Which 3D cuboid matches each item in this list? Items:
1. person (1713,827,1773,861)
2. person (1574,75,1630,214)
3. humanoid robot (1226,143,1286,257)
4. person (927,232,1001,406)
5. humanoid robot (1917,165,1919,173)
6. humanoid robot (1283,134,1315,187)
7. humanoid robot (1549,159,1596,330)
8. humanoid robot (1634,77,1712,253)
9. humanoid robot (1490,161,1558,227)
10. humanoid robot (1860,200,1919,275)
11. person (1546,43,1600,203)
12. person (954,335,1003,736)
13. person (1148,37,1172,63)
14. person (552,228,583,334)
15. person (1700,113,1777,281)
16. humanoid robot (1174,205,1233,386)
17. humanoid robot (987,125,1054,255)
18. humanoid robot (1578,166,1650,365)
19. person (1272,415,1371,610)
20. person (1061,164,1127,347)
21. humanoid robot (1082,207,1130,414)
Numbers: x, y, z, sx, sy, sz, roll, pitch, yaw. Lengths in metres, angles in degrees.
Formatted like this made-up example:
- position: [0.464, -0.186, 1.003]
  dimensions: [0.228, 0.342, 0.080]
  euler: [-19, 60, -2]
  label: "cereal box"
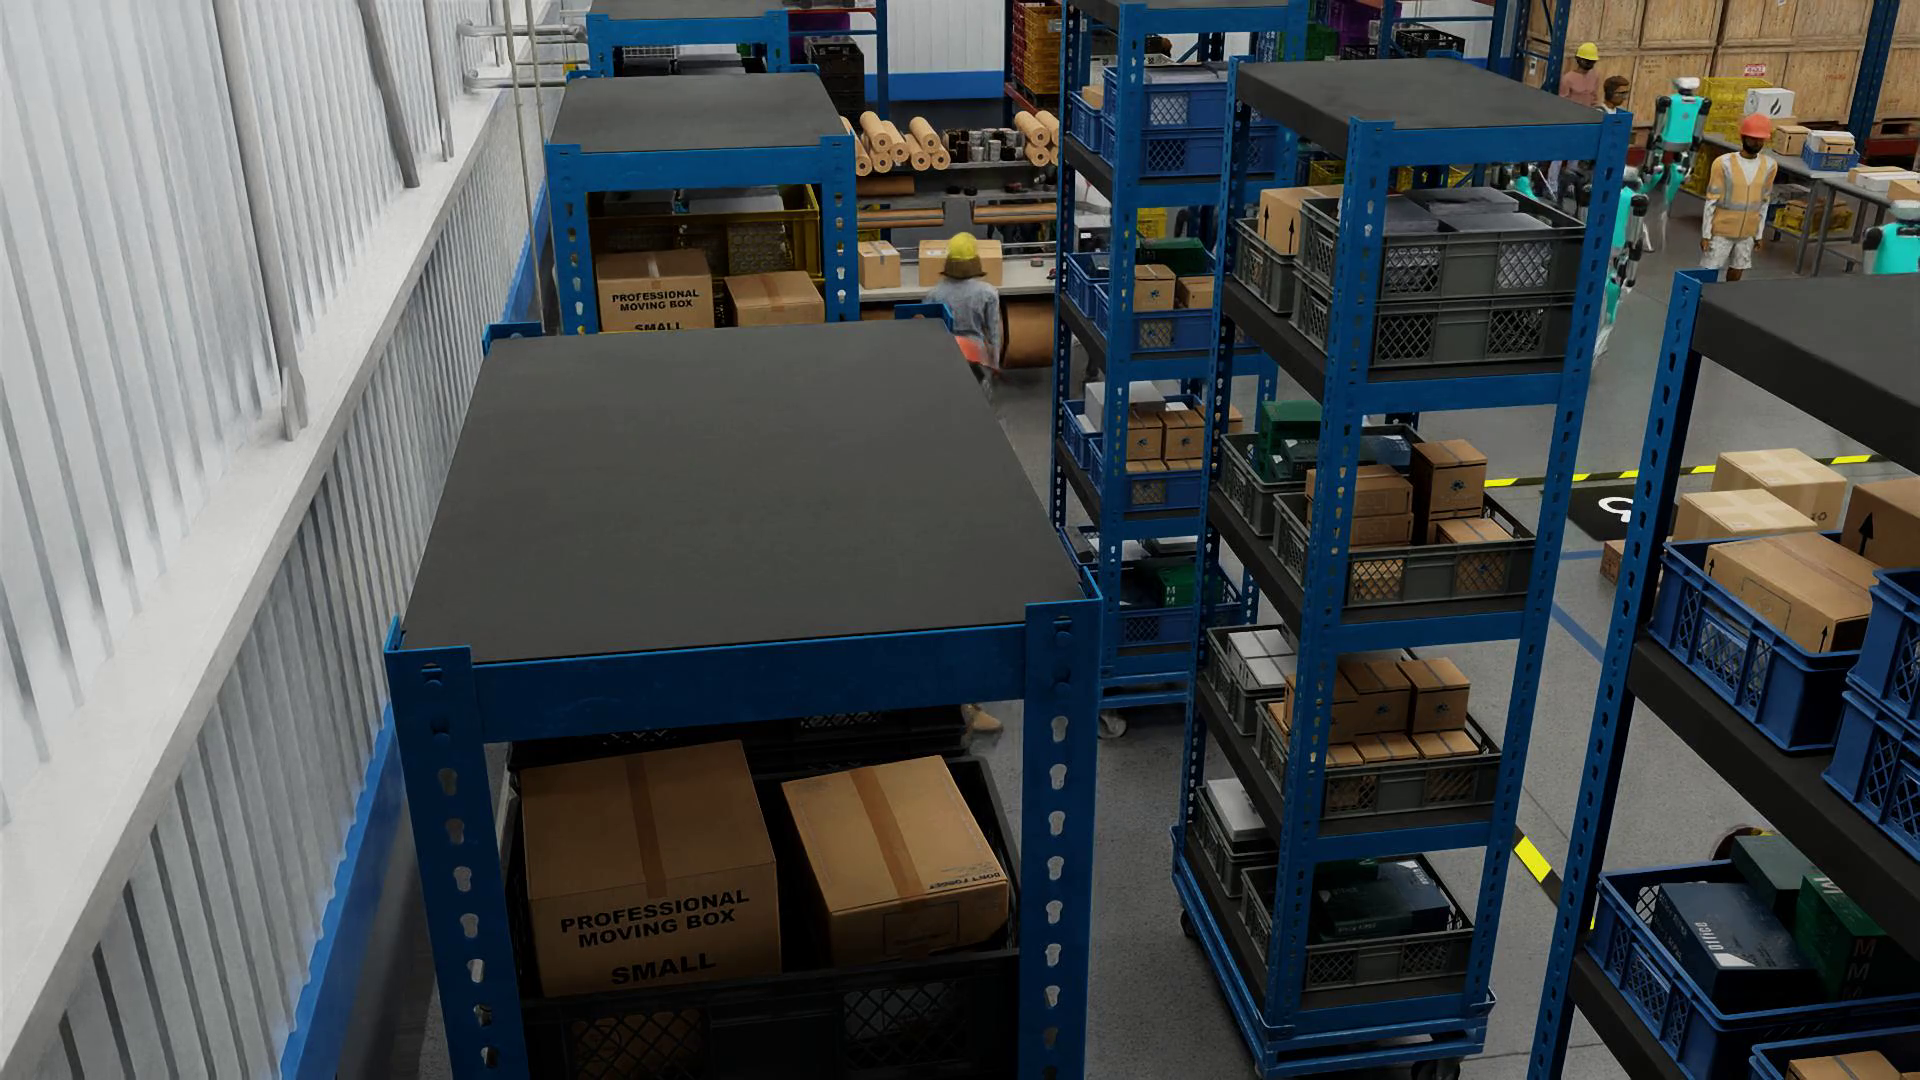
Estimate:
- position: [2.158, 1.635, 4.830]
  dimensions: [0.326, 1.871, 0.517]
  euler: [19, 31, 35]
  label: "person"
- position: [6.255, -3.615, 16.288]
  dimensions: [0.339, 1.836, 0.500]
  euler: [21, 32, 37]
  label: "person"
- position: [2.412, -2.599, 14.173]
  dimensions: [0.536, 1.765, 0.742]
  euler: [10, 26, 20]
  label: "humanoid robot"
- position: [0.027, -1.198, 11.136]
  dimensions: [0.491, 1.742, 0.310]
  euler: [1, 25, 2]
  label: "person"
- position: [9.551, -3.504, 16.306]
  dimensions: [0.602, 1.642, 0.781]
  euler: [-10, 26, -20]
  label: "humanoid robot"
- position: [3.686, -4.503, 18.304]
  dimensions: [0.968, 1.732, 0.557]
  euler: [-4, 25, -8]
  label: "humanoid robot"
- position: [5.385, -2.678, 14.465]
  dimensions: [0.613, 1.638, 0.653]
  euler: [-4, 25, -10]
  label: "humanoid robot"
- position: [7.085, -3.734, 16.755]
  dimensions: [0.552, 1.878, 0.663]
  euler: [0, 25, 0]
  label: "humanoid robot"
- position: [5.404, -3.363, 15.878]
  dimensions: [0.530, 1.790, 0.837]
  euler: [-9, 26, -19]
  label: "humanoid robot"
- position: [6.648, -1.485, 11.771]
  dimensions: [0.536, 1.720, 1.015]
  euler: [0, 25, 1]
  label: "humanoid robot"
- position: [6.923, -4.687, 18.701]
  dimensions: [0.523, 1.762, 0.337]
  euler: [-10, 26, -20]
  label: "person"
- position: [-0.006, -0.004, 8.261]
  dimensions: [0.386, 1.990, 0.714]
  euler: [-8, 26, -17]
  label: "person"
- position: [2.184, -4.678, 18.605]
  dimensions: [0.430, 1.833, 0.621]
  euler: [9, 26, 19]
  label: "person"
- position: [-2.430, -1.251, 11.147]
  dimensions: [0.562, 1.837, 0.386]
  euler: [11, 27, 23]
  label: "person"
- position: [6.490, -2.597, 13.944]
  dimensions: [0.544, 1.942, 0.348]
  euler: [-1, 25, -1]
  label: "person"
- position: [1.909, -2.044, 13.057]
  dimensions: [0.588, 1.646, 0.346]
  euler: [15, 29, 29]
  label: "humanoid robot"
- position: [0.558, -2.910, 14.958]
  dimensions: [0.609, 1.637, 0.627]
  euler: [-4, 25, -9]
  label: "humanoid robot"
- position: [5.187, -2.157, 13.250]
  dimensions: [0.539, 1.737, 1.025]
  euler: [19, 31, 35]
  label: "humanoid robot"
- position: [1.781, 0.190, 7.991]
  dimensions: [0.596, 1.851, 0.382]
  euler: [0, 25, 0]
  label: "person"
- position: [1.114, -2.497, 13.752]
  dimensions: [0.588, 1.920, 0.391]
  euler: [16, 29, 31]
  label: "person"
- position: [1.137, -1.705, 12.371]
  dimensions: [0.609, 1.624, 0.764]
  euler: [17, 30, 32]
  label: "humanoid robot"
